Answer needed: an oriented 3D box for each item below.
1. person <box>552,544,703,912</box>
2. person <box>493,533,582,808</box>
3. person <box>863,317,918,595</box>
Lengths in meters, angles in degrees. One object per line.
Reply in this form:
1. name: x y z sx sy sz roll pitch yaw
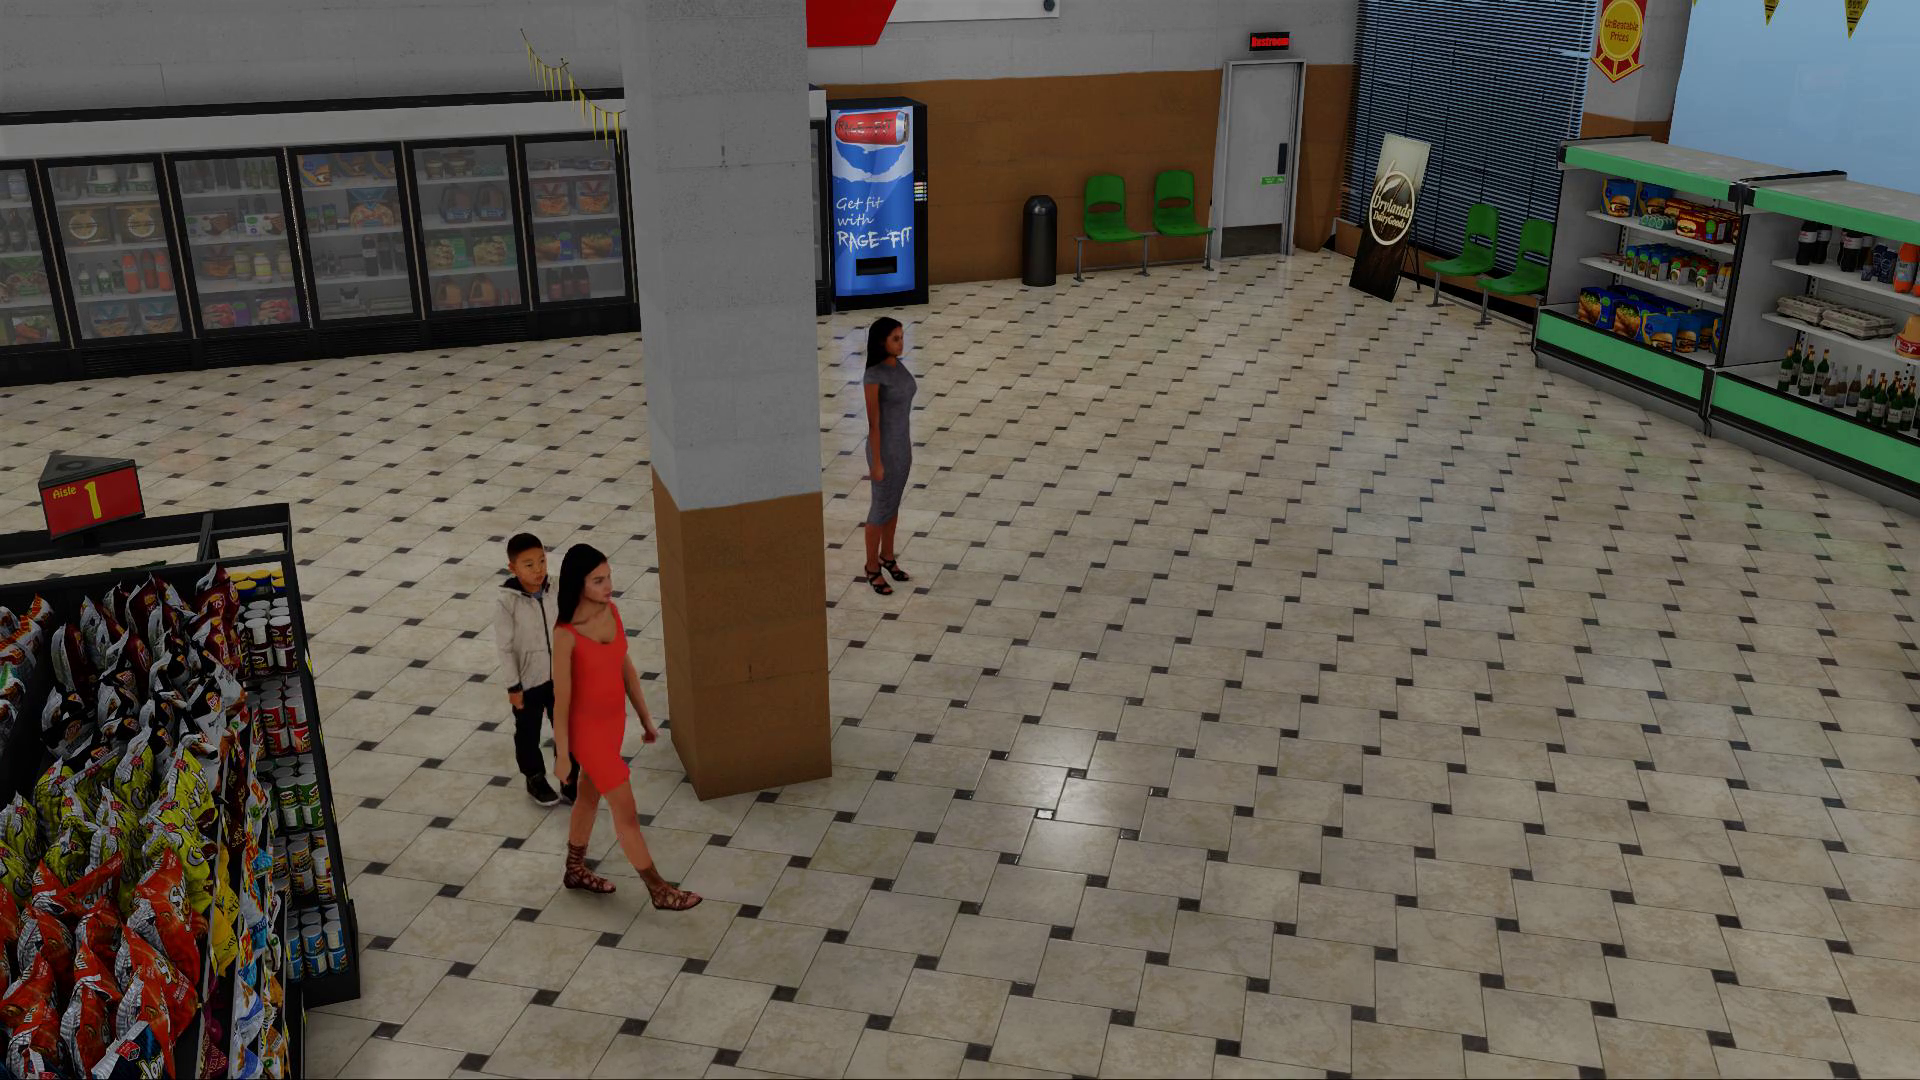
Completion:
1. person: -1.665 0.825 7.266 1.021 1.694 1.005 7 23 17
2. person: -2.090 0.625 8.105 0.722 1.439 0.780 -19 29 -39
3. person: -0.462 -0.540 10.546 0.729 1.781 0.674 11 24 24
